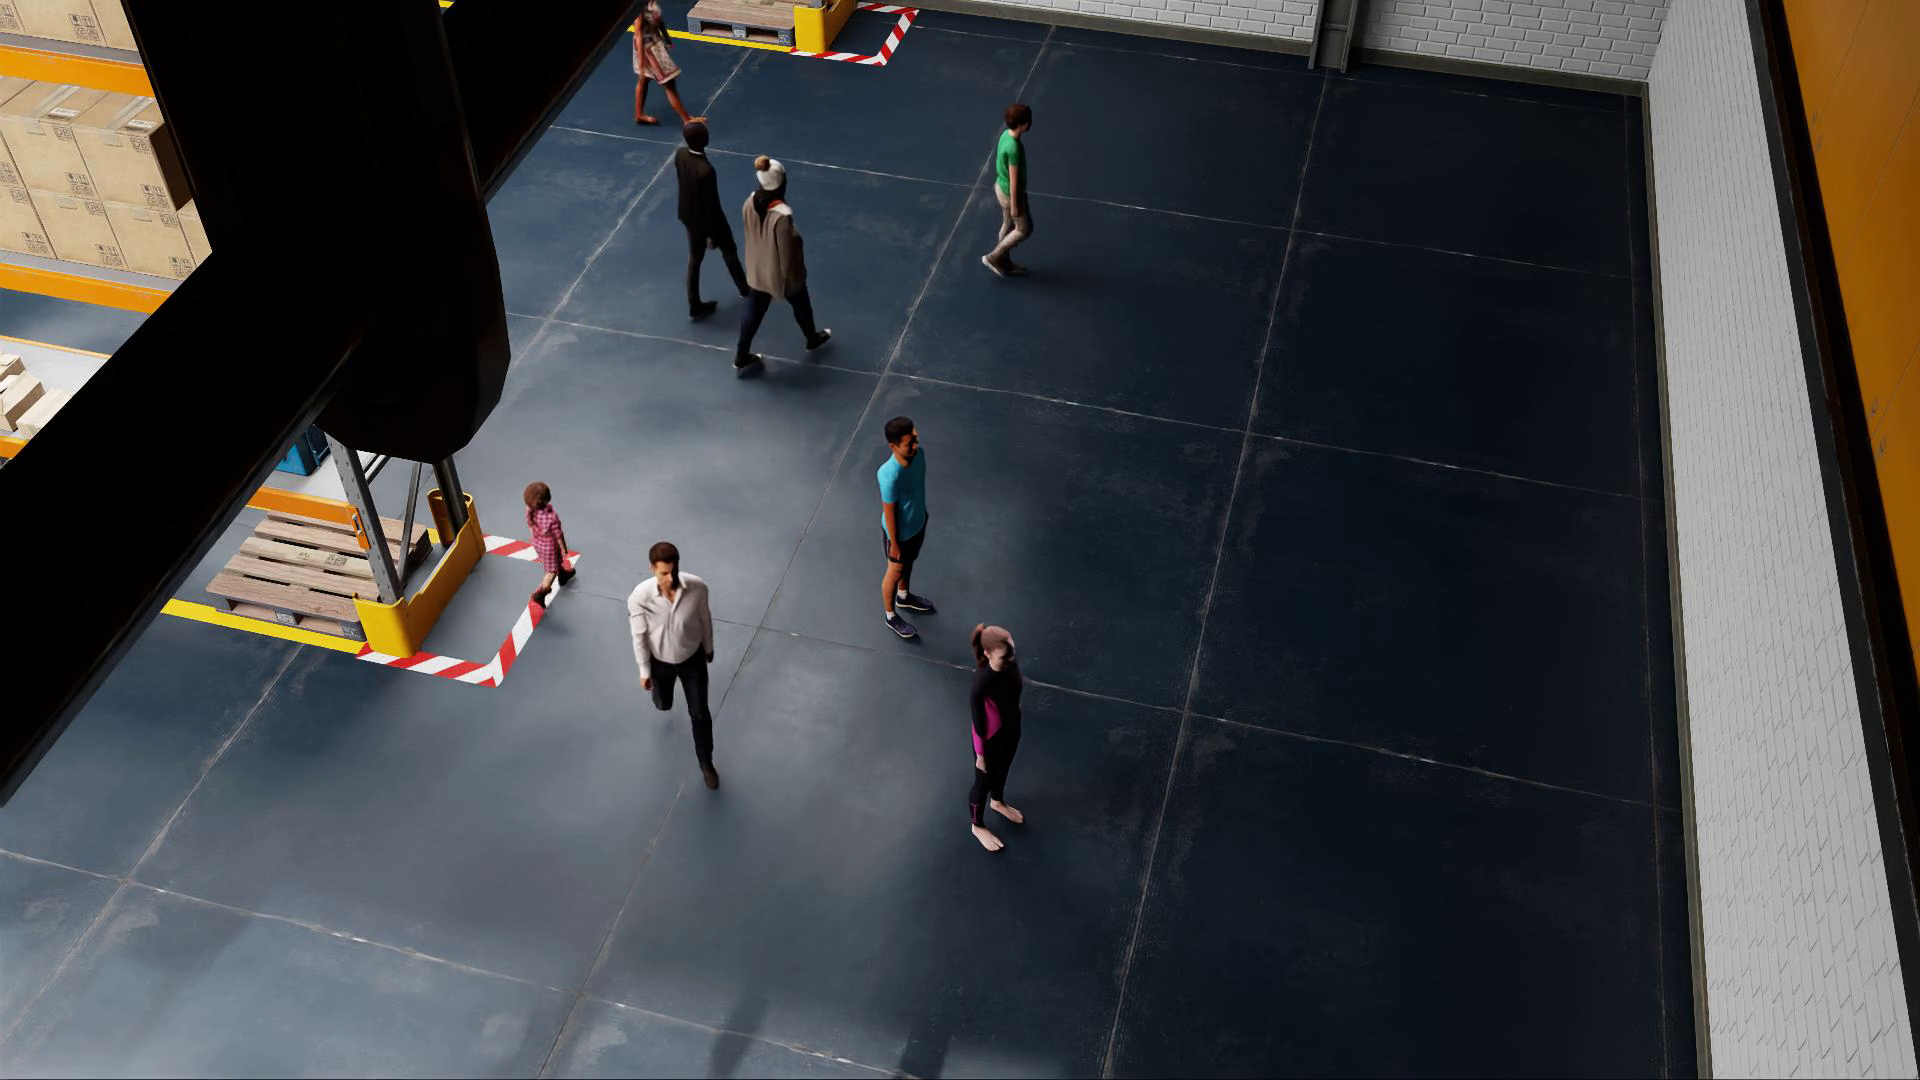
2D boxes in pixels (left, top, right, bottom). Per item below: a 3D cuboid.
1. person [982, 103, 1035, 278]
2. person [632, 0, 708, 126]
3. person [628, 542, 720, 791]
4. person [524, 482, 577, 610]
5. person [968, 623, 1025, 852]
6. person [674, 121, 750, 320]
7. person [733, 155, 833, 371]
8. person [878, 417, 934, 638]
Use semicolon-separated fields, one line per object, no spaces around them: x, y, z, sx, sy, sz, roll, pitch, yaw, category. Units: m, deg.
0.357;-2.951;14.183;0.769;1.641;0.716;-3;44;-3;person
-3.088;-4.743;16.082;1.047;1.617;0.781;0;44;0;person
-1.777;0.676;10.230;1.145;1.843;1.097;-13;45;-14;person
-2.879;0.031;11.509;0.678;1.012;0.569;18;47;18;person
0.213;1.137;9.811;0.663;1.752;0.632;26;49;25;person
-2.181;-2.599;13.715;1.045;1.777;1.003;33;53;30;person
-1.567;-2.147;13.180;1.163;1.860;1.032;31;52;28;person
-0.382;-0.113;11.108;0.564;1.774;0.657;18;46;18;person
